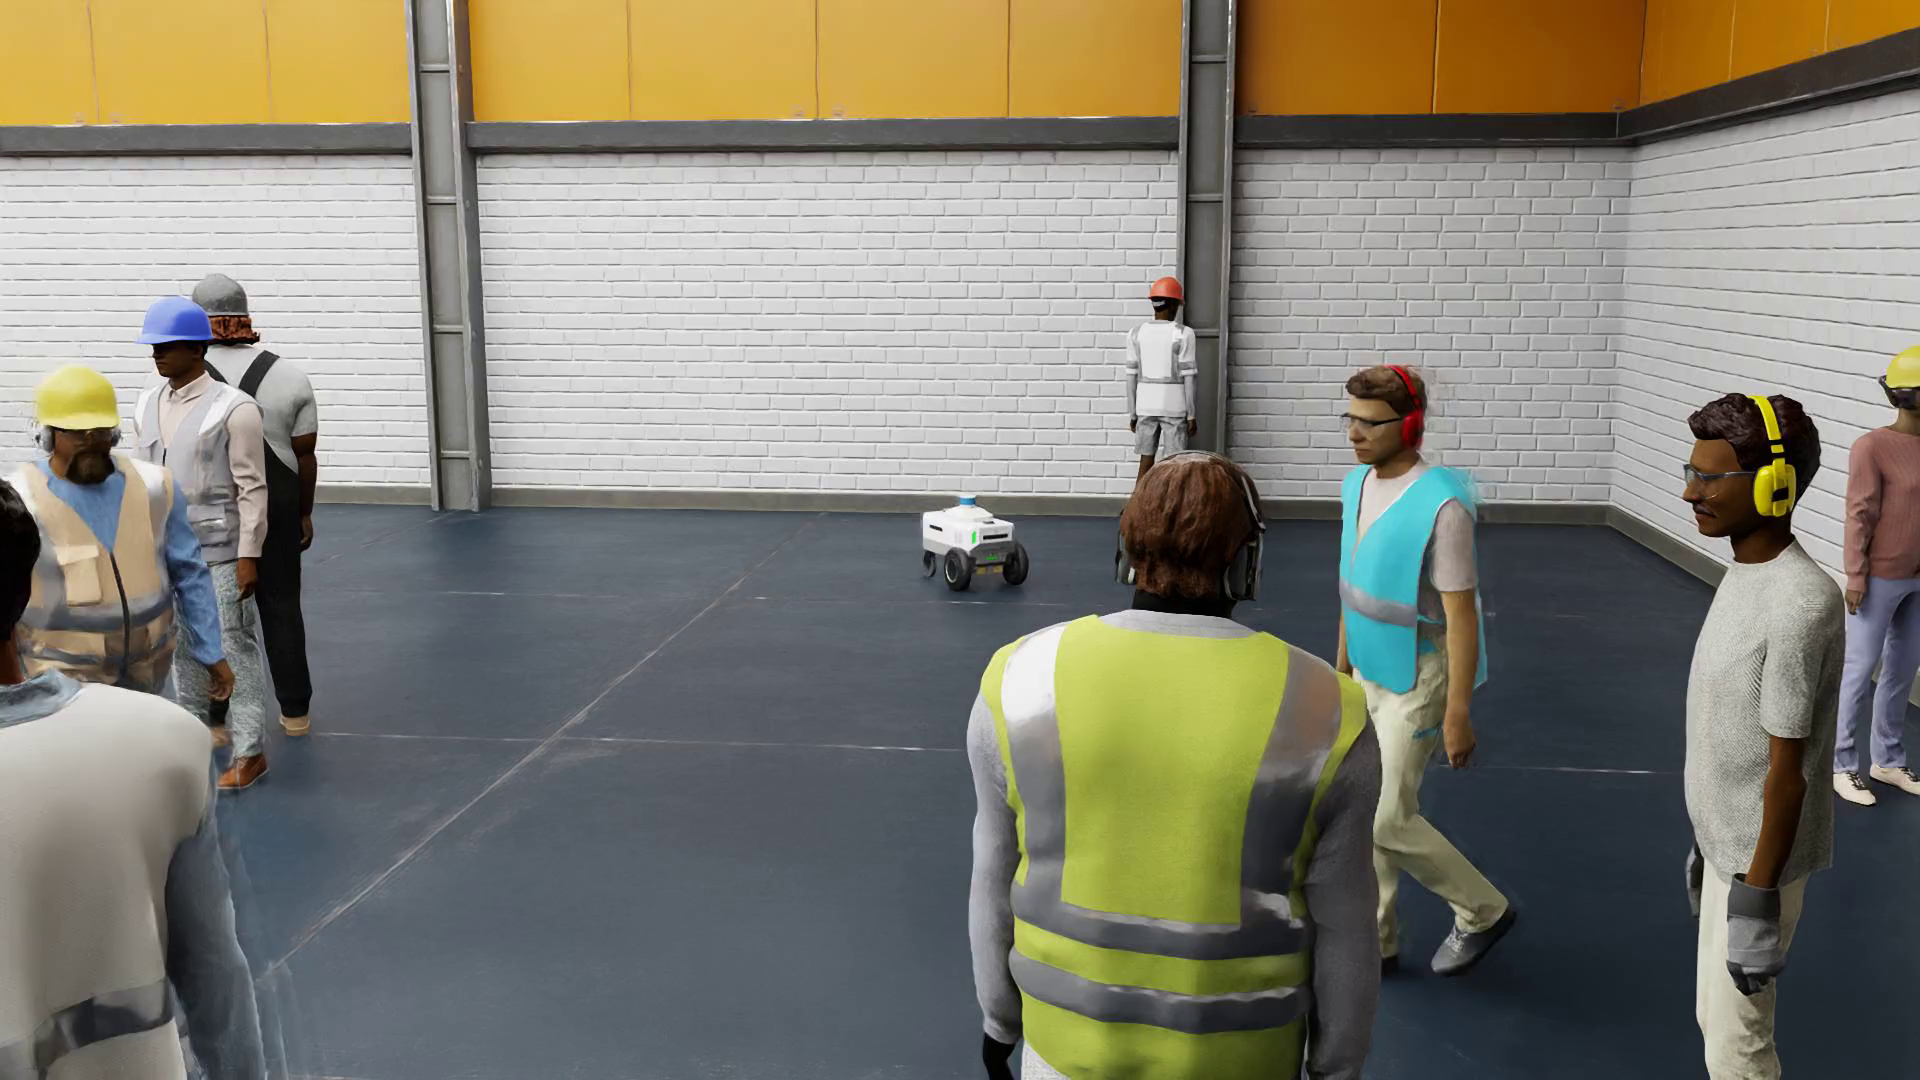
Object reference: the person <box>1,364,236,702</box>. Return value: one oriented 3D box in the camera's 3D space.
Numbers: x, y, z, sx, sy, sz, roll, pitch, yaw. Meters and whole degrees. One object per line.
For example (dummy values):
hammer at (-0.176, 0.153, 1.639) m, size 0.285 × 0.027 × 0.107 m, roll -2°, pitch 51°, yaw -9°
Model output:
person at (-2.516, 0.377, 4.975) m, size 0.898 × 1.789 × 0.614 m, roll 8°, pitch 13°, yaw 39°

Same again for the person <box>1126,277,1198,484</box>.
person at (1.482, -0.944, 12.140) m, size 0.542 × 1.928 × 0.374 m, roll 5°, pitch 11°, yaw 27°

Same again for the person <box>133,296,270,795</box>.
person at (-2.985, 0.027, 6.521) m, size 0.601 × 1.948 × 0.386 m, roll 3°, pitch 10°, yaw 18°

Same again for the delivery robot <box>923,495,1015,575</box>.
delivery robot at (0.050, -0.044, 10.644) m, size 0.477 × 0.478 × 0.707 m, roll -6°, pitch 11°, yaw -29°

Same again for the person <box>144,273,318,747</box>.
person at (-3.151, -0.143, 7.228) m, size 0.681 × 2.000 × 0.535 m, roll -6°, pitch 12°, yaw -31°

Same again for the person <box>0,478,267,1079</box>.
person at (-1.222, 0.834, 2.165) m, size 0.999 × 1.865 × 0.599 m, roll 4°, pitch 11°, yaw 23°

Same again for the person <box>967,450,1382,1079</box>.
person at (0.326, 0.773, 2.598) m, size 0.634 × 1.831 × 0.429 m, roll 3°, pitch 10°, yaw 15°

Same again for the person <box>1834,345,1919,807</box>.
person at (3.621, 0.137, 6.407) m, size 0.533 × 1.771 × 0.305 m, roll -4°, pitch 11°, yaw -20°

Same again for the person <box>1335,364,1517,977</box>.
person at (1.279, 0.408, 4.712) m, size 0.498 × 1.819 × 0.610 m, roll -2°, pitch 10°, yaw -13°

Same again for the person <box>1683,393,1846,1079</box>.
person at (1.527, 0.639, 3.284) m, size 0.333 × 1.860 × 0.510 m, roll 3°, pitch 10°, yaw 16°
